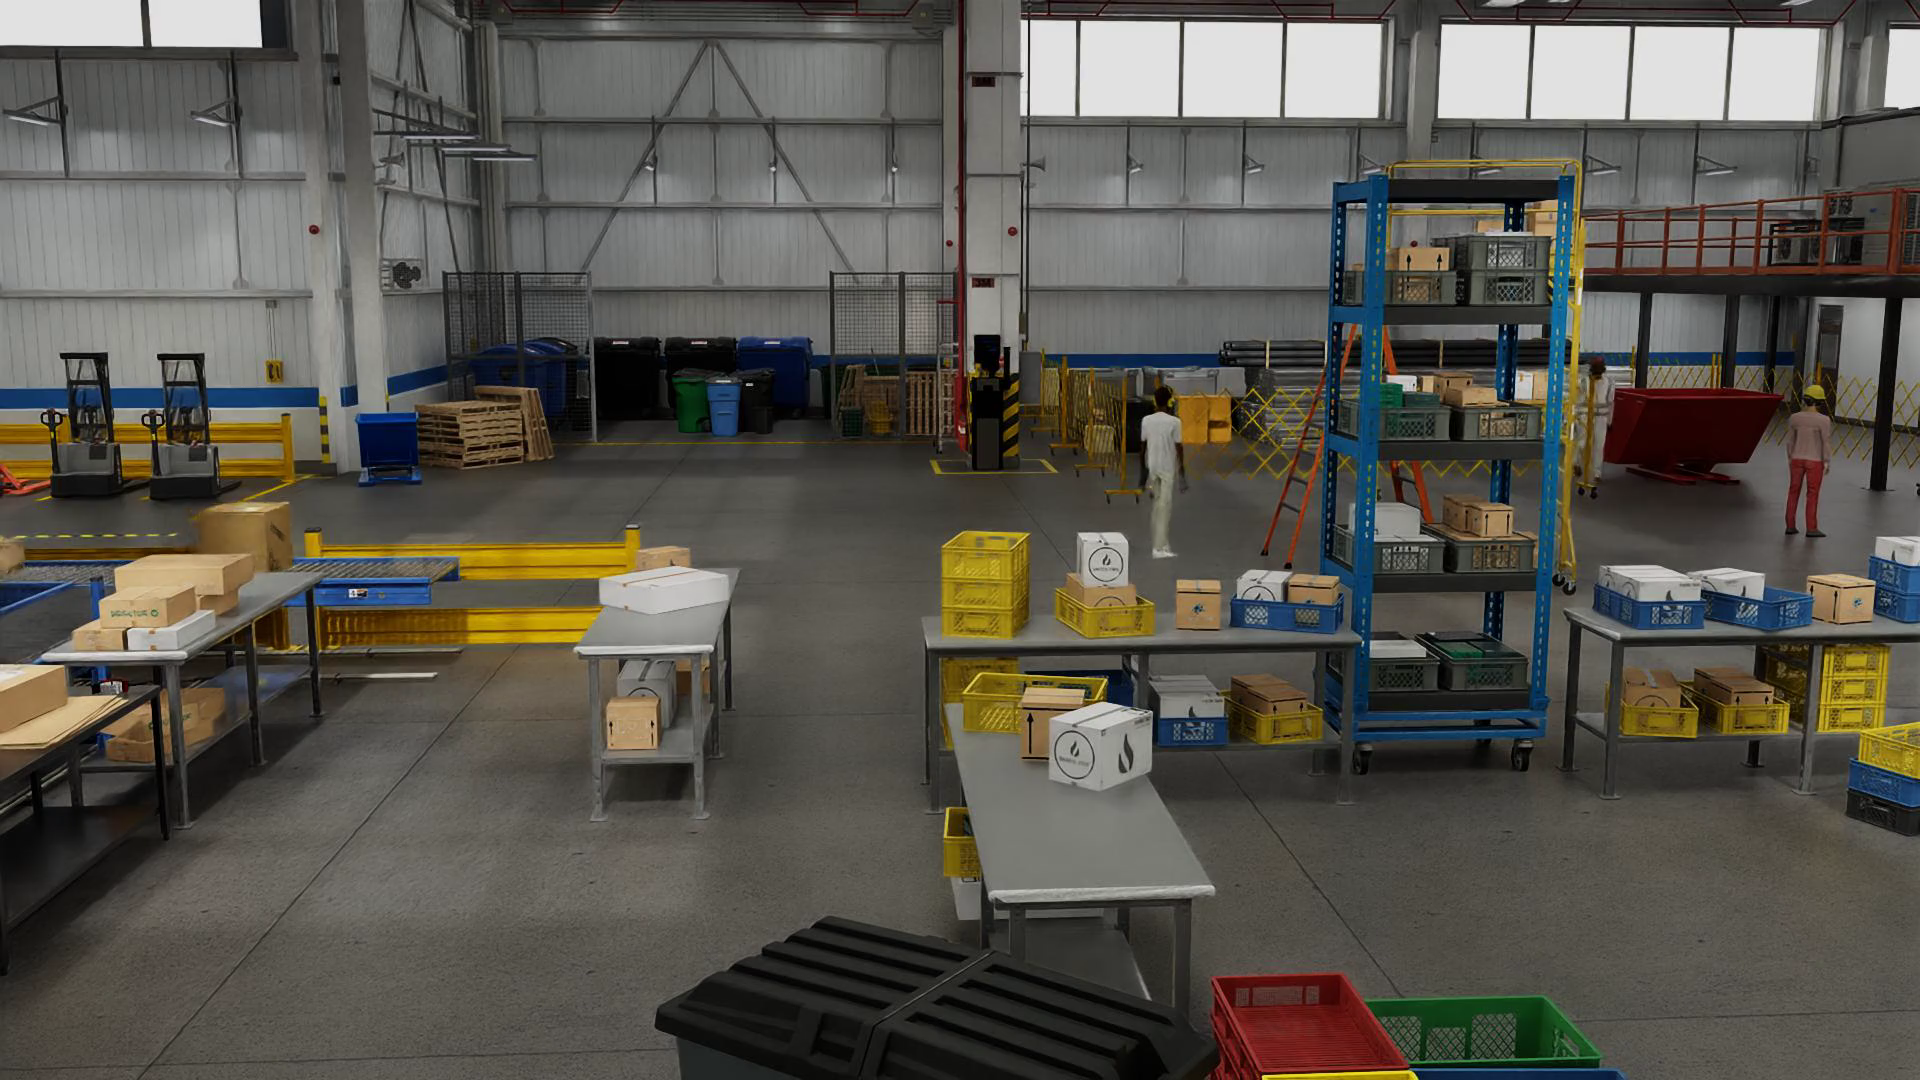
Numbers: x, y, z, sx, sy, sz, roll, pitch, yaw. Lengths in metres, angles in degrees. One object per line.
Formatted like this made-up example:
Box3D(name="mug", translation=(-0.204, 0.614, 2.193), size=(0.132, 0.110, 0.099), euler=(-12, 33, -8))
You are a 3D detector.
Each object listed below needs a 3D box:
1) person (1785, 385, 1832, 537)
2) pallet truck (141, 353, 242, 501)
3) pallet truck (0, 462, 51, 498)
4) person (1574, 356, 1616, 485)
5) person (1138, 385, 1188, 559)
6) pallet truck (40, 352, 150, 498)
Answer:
Box3D(name="person", translation=(9.866, -0.915, 19.326), size=(0.311, 1.768, 0.531), euler=(-5, 11, -30))
Box3D(name="pallet truck", translation=(-10.520, -1.604, 22.925), size=(0.823, 1.965, 1.885), euler=(-1, 9, -6))
Box3D(name="pallet truck", translation=(-13.193, -1.293, 23.148), size=(0.653, 1.274, 1.630), euler=(-1, 9, -4))
Box3D(name="person", translation=(9.257, -1.761, 24.357), size=(0.582, 1.864, 0.782), euler=(1, 9, 5))
Box3D(name="person", translation=(2.189, -0.735, 17.912), size=(0.536, 1.872, 0.373), euler=(9, 12, 43))
Box3D(name="pallet truck", translation=(-11.907, -1.642, 23.165), size=(0.823, 1.965, 1.885), euler=(0, 9, 0))
